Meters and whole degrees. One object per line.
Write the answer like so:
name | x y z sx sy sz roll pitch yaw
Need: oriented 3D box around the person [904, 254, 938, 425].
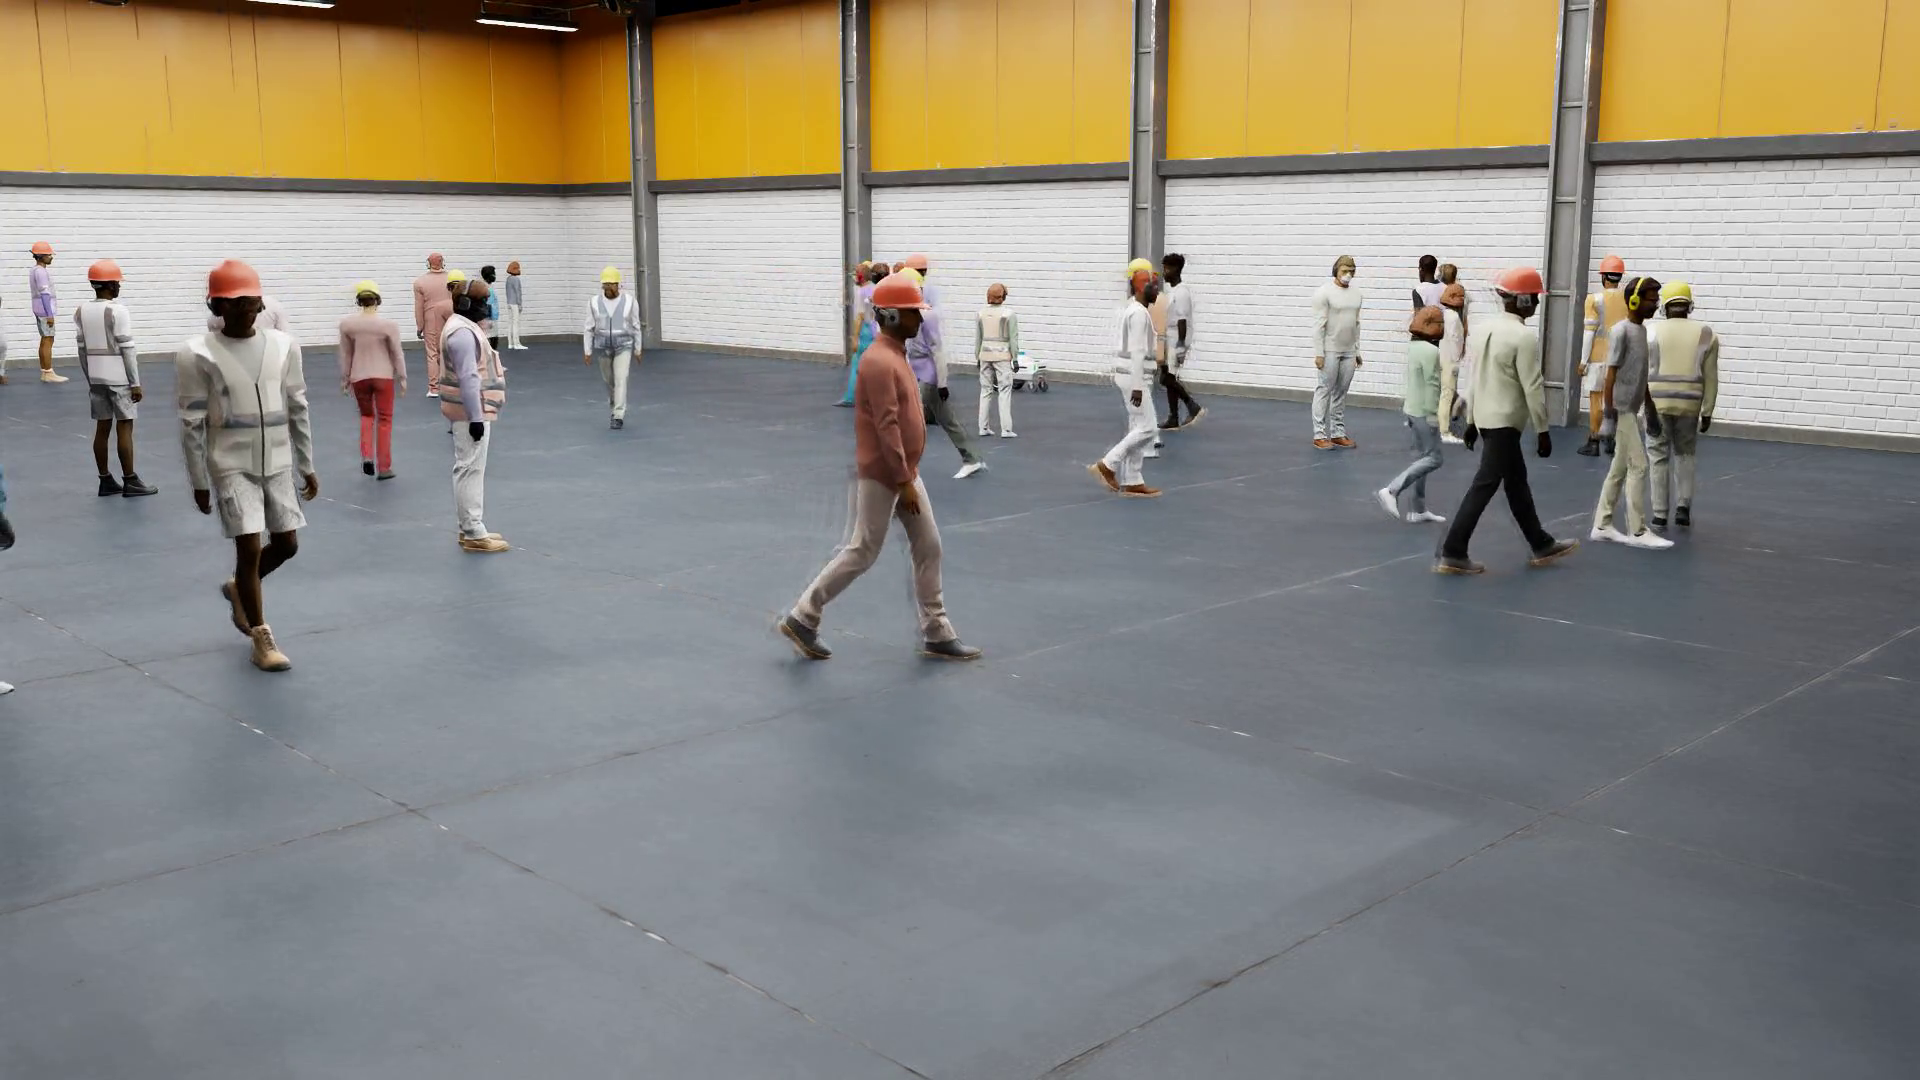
person | -0.444 -2.239 18.668 0.435 1.921 0.568 2 11 11

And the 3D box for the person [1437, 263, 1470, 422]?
person | 5.577 -2.218 18.844 0.533 1.824 0.650 -5 11 -23

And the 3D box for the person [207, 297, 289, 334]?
person | -6.240 -1.465 14.710 0.707 1.836 0.988 -7 13 -35

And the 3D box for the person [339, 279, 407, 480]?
person | -5.126 -1.401 14.570 0.557 1.742 0.402 0 10 -1

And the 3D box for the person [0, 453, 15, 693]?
person | -4.647 -0.055 7.601 0.341 1.633 0.584 6 12 30

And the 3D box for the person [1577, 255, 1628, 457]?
person | 6.252 -1.774 16.101 0.553 1.935 0.363 -2 11 -9

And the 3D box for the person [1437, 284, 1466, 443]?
person | 5.072 -1.822 17.189 0.281 1.634 0.498 1 10 4

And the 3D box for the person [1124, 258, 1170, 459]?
person | 1.744 -1.731 15.933 0.460 1.907 0.629 10 14 43

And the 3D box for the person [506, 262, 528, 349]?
person | -8.362 -4.400 31.248 0.281 1.633 0.501 -8 13 -37

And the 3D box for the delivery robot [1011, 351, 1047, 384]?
delivery robot | 0.836 -2.343 22.711 0.707 0.478 0.477 8 13 36

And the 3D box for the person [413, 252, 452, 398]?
person | -6.858 -2.828 21.936 0.643 1.908 0.411 -5 11 -25

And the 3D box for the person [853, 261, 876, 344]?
person | -1.391 -3.321 25.069 0.487 1.744 0.297 -6 12 -30

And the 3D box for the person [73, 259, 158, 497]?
person | -6.916 -1.315 13.590 0.542 1.939 0.362 4 11 19

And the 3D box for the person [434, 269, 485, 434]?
person | -5.377 -2.021 17.910 0.522 1.769 0.318 -5 11 -25

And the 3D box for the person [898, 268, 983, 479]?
person | -0.276 -1.430 14.470 1.067 1.860 0.597 -3 11 -14

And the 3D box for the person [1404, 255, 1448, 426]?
person | 5.240 -2.218 18.579 0.596 1.915 0.370 -9 14 -39

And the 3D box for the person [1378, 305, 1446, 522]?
person | 3.378 -0.917 12.272 0.443 1.618 0.527 0 10 0

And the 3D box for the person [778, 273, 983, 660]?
person | -0.421 -0.345 8.287 0.987 1.963 0.603 2 11 12

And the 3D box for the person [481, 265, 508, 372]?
person | -7.392 -3.438 25.871 0.582 1.681 0.541 -4 11 -21

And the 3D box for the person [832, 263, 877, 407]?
person | -1.088 -2.504 20.490 1.012 1.796 0.570 3 11 13

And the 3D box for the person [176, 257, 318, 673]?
person | -3.564 -0.385 8.278 0.726 2.027 0.614 9 14 41

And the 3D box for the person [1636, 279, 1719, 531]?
person | 5.157 -0.978 12.096 0.589 1.812 0.491 2 11 13

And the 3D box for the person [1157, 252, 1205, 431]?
person | 2.356 -2.142 18.064 0.468 1.947 0.634 0 10 -1

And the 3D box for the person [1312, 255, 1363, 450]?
person | 3.777 -1.869 16.629 0.627 1.935 0.371 -7 12 -32

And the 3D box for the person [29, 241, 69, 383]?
person | -13.215 -3.293 24.091 0.376 2.041 0.615 -8 13 -36

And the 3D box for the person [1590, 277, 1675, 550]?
person | 4.681 -0.867 11.414 0.578 1.850 0.586 7 12 33

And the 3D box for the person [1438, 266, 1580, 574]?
person | 3.496 -0.746 10.490 1.040 1.933 0.651 -1 10 -7

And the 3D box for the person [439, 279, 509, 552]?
person | -3.299 -0.841 11.291 0.430 1.839 0.619 -4 11 -19

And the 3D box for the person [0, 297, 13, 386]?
person | -13.705 -3.096 23.410 0.511 1.911 0.643 4 11 21

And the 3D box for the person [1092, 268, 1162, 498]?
person | 1.395 -1.262 13.504 0.481 1.865 0.617 1 10 4

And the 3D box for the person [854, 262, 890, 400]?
person | -0.940 -2.645 21.279 0.922 1.798 0.626 -1 10 -7

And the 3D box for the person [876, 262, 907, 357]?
person | -0.766 -2.367 19.645 1.028 1.835 0.586 8 13 37

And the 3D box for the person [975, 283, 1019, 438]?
person | 0.380 -1.891 17.585 0.521 1.633 0.314 7 12 33

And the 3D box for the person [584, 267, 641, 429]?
person | -3.889 -2.166 18.651 0.612 1.791 0.933 0 10 -2
